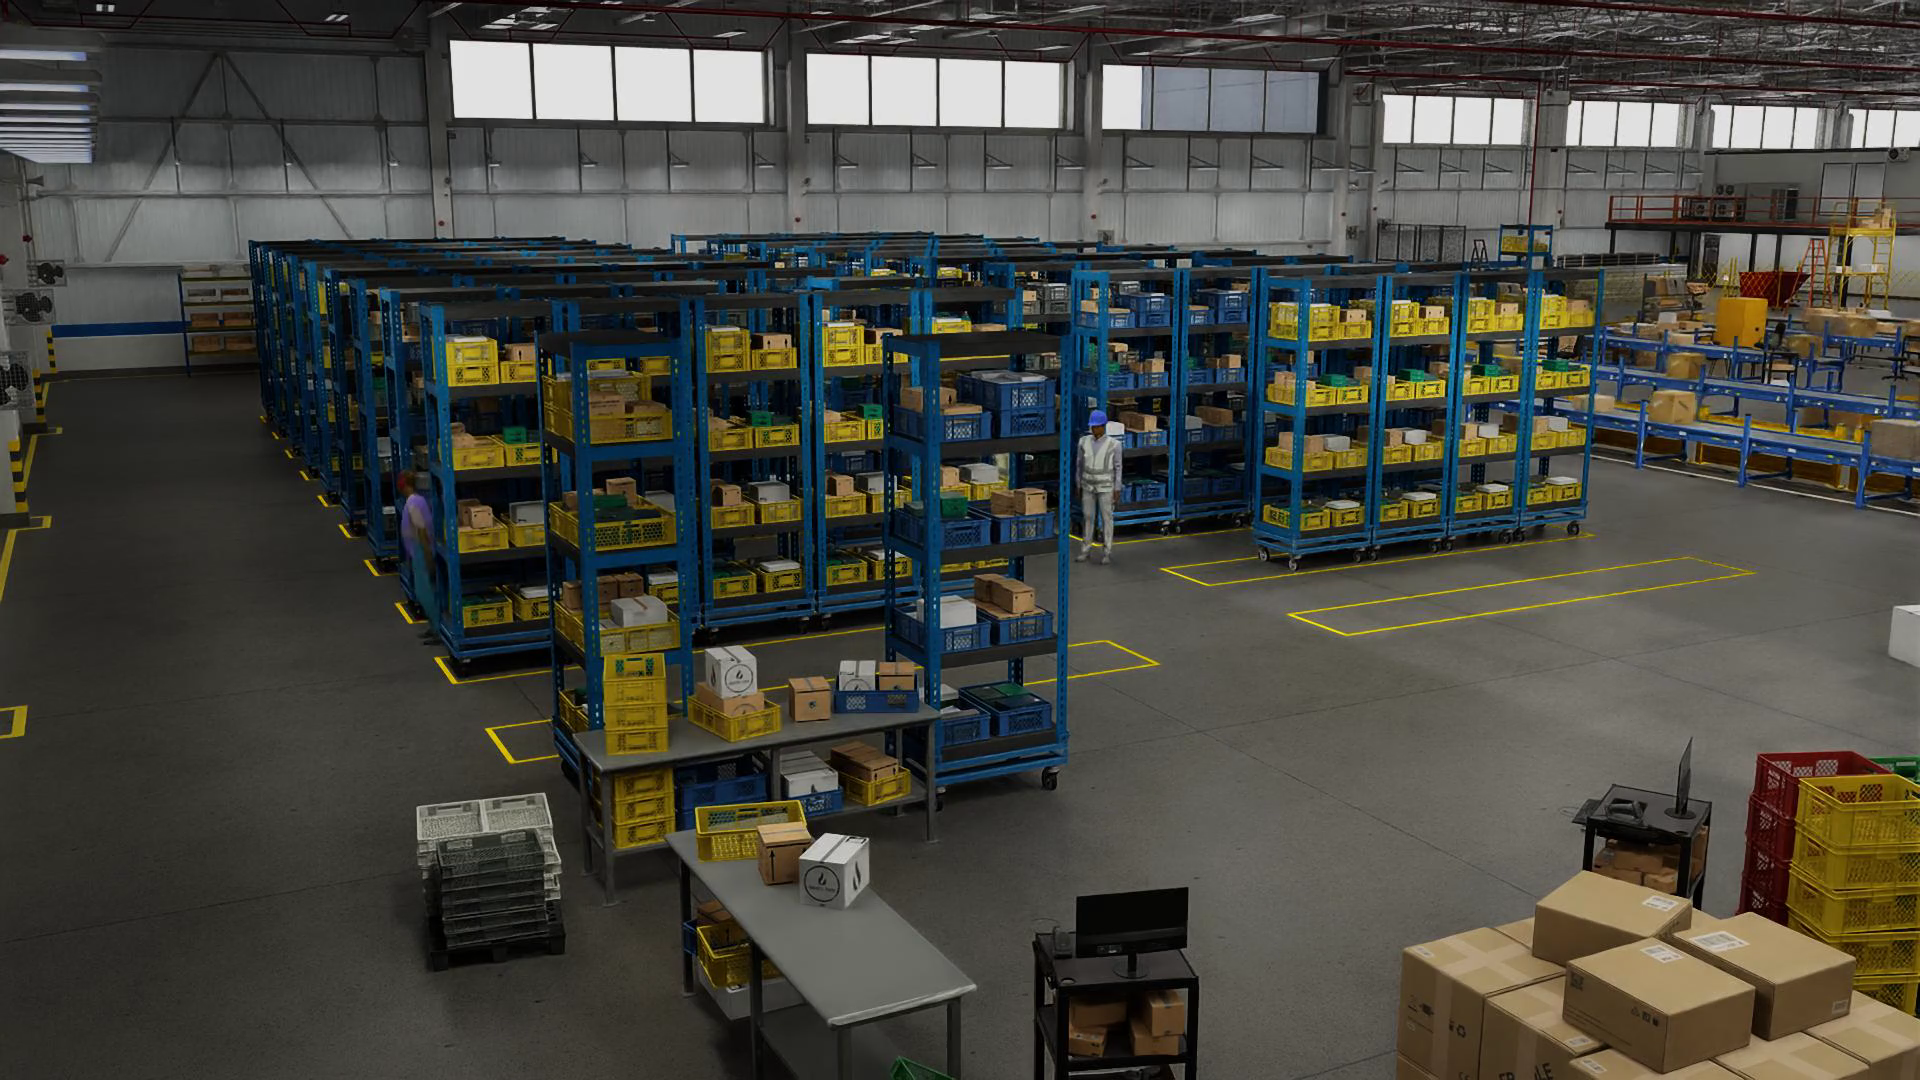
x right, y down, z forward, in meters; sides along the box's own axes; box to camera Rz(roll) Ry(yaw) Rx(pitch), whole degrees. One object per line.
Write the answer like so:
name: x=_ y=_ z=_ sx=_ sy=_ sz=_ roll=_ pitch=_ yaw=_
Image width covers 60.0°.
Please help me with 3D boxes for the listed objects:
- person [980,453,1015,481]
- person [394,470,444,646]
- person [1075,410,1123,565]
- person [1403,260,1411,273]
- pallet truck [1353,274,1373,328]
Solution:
person: x=0.501 y=-0.781 z=21.731 sx=0.618 sy=1.799 sz=0.690 roll=-5 pitch=13 yaw=-24
person: x=-5.591 y=0.168 z=17.255 sx=0.453 sy=1.804 sz=0.630 roll=-4 pitch=13 yaw=-17
person: x=1.729 y=-0.660 z=20.792 sx=0.605 sy=1.949 sz=0.402 roll=6 pitch=14 yaw=27
person: x=16.601 y=-9.486 z=62.162 sx=0.642 sy=1.913 sz=0.409 roll=0 pitch=12 yaw=-1
pallet truck: x=13.011 y=-8.050 z=55.243 sx=0.823 sy=1.965 sz=1.885 roll=-7 pitch=14 yaw=-28
